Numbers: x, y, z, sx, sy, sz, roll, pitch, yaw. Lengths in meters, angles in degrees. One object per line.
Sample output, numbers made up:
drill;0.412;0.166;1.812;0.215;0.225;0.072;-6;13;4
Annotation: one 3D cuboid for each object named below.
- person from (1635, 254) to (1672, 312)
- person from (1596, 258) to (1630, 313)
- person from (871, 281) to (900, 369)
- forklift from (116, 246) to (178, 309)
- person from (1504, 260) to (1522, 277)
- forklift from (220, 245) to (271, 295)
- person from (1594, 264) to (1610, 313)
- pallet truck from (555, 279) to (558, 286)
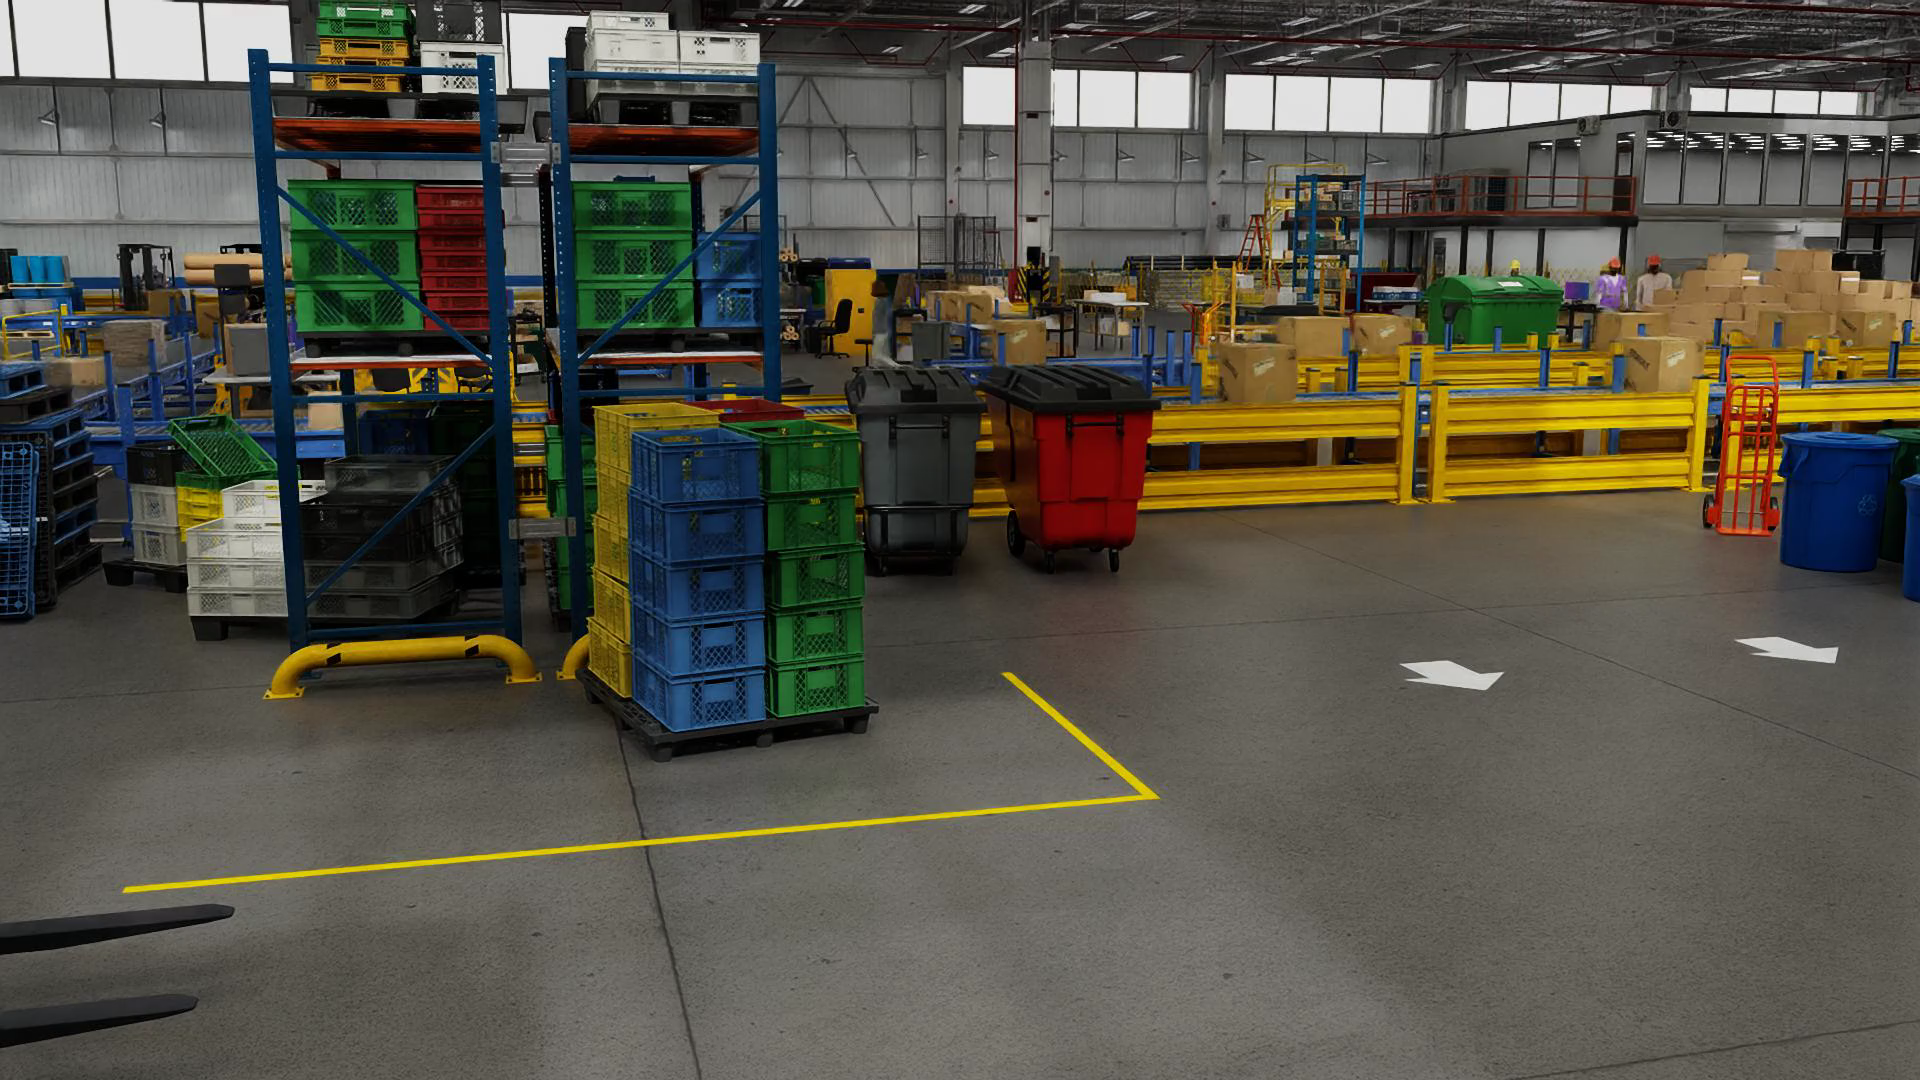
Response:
person;12.885;-4.315;30.936;0.645;1.977;0.587;3;11;19
person;12.929;-4.612;32.876;0.568;1.891;0.957;-1;10;-7
person;-1.157;-3.131;25.268;0.608;1.613;0.510;1;10;6
forklift;-19.966;-6.232;40.894;1.157;1.987;2.680;-3;10;-15
person;11.737;-5.008;35.279;0.600;1.829;0.404;5;11;27
forklift;-17.749;-6.334;41.440;1.157;1.987;2.680;-3;10;-17
person;14.374;-5.280;37.107;0.513;1.728;0.391;-3;10;-15
pallet truck;-10.604;-6.375;44.520;0.653;1.274;1.630;-3;10;-15
